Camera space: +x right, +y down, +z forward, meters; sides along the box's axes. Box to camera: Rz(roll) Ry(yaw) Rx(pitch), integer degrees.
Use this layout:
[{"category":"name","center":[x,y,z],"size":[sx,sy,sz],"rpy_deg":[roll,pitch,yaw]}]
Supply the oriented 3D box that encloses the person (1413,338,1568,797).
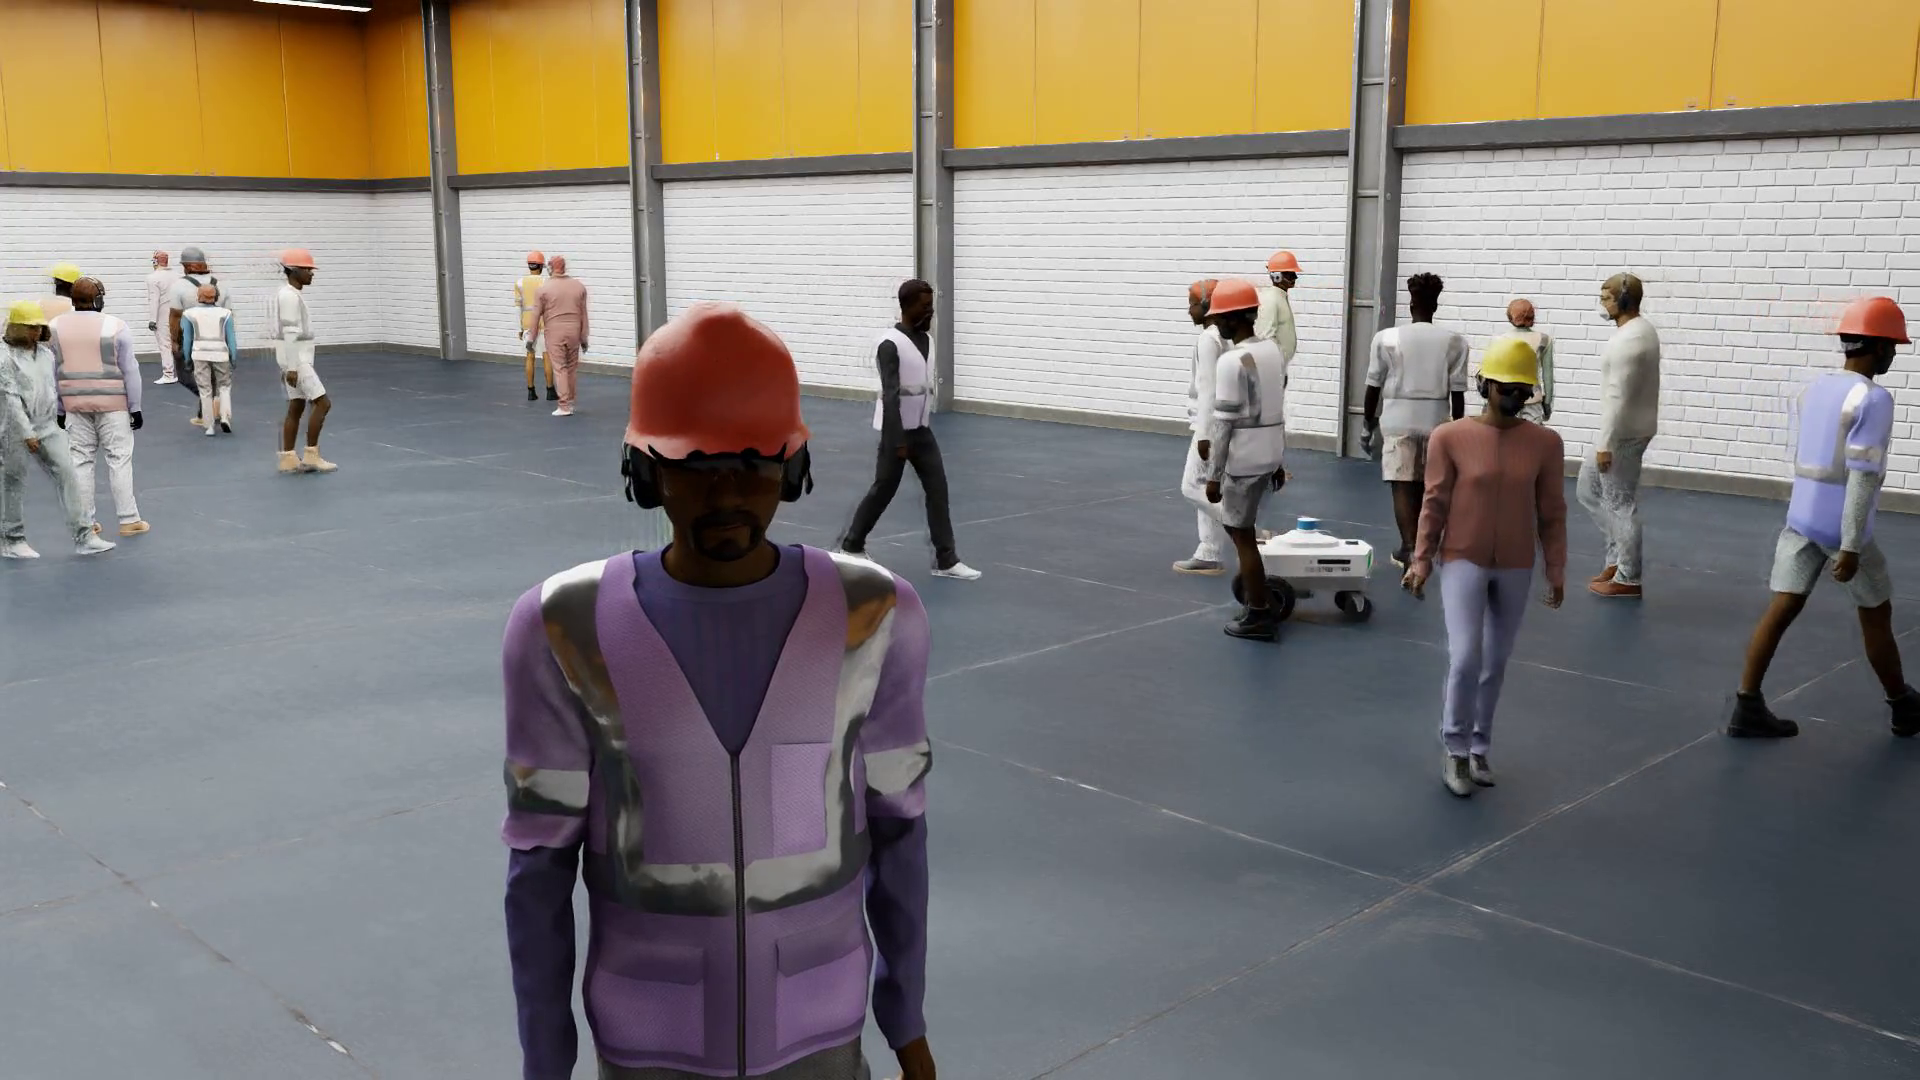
[{"category":"person","center":[2.028,0.111,6.314],"size":[0.559,1.743,0.558],"rpy_deg":[0,10,-2]}]

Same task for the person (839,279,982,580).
[{"category":"person","center":[-0.359,-0.690,10.402],"size":[0.962,1.879,0.628],"rpy_deg":[6,12,28]}]

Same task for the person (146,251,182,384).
[{"category":"person","center":[-11.453,-3.200,23.961],"size":[0.403,1.906,0.652],"rpy_deg":[3,11,17]}]

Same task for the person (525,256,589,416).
[{"category":"person","center":[-4.823,-2.428,19.870],"size":[0.684,1.869,0.864],"rpy_deg":[-8,13,-36]}]

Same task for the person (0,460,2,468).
[{"category":"person","center":[-9.043,-1.559,15.223],"size":[0.601,1.827,0.404],"rpy_deg":[6,12,30]}]

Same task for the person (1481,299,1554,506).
[{"category":"person","center":[4.428,-1.073,13.148],"size":[0.568,1.637,0.329],"rpy_deg":[1,10,5]}]

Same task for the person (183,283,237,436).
[{"category":"person","center":[-7.990,-1.914,17.730],"size":[0.531,1.626,0.382],"rpy_deg":[-4,11,-22]}]

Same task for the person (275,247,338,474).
[{"category":"person","center":[-5.831,-1.589,14.853],"size":[0.648,2.020,0.654],"rpy_deg":[-4,11,-20]}]

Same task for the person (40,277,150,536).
[{"category":"person","center":[-6.106,-0.935,11.789],"size":[0.629,1.843,0.429],"rpy_deg":[-1,10,-6]}]

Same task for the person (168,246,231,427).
[{"category":"person","center":[-8.368,-2.240,18.358],"size":[0.727,2.000,0.694],"rpy_deg":[6,12,30]}]

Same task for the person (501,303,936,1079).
[{"category":"person","center":[-0.327,0.688,2.390],"size":[0.615,2.040,0.379],"rpy_deg":[-3,11,-14]}]

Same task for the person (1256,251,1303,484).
[{"category":"person","center":[2.750,-1.497,14.427],"size":[0.393,1.995,0.612],"rpy_deg":[4,11,20]}]

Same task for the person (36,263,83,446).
[{"category":"person","center":[-8.084,-1.569,15.143],"size":[0.600,1.872,0.936],"rpy_deg":[0,10,2]}]

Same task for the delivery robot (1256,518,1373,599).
[{"category":"delivery robot","center":[1.931,0.119,9.294],"size":[0.707,0.478,0.477],"rpy_deg":[0,10,-1]}]

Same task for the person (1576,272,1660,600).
[{"category":"person","center":[3.841,-0.596,9.717],"size":[0.495,1.918,0.649],"rpy_deg":[5,12,27]}]

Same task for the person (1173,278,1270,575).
[{"category":"person","center":[1.647,-0.683,10.341],"size":[0.563,1.867,0.610],"rpy_deg":[5,11,24]}]

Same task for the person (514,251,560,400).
[{"category":"person","center":[-5.469,-2.766,21.546],"size":[0.547,1.925,0.391],"rpy_deg":[1,10,3]}]

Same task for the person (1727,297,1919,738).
[{"category":"person","center":[3.748,-0.076,7.017],"size":[1.002,1.871,0.547],"rpy_deg":[-2,11,-10]}]

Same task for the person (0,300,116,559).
[{"category":"person","center":[-5.991,-0.701,10.870],"size":[0.856,1.705,0.490],"rpy_deg":[4,11,19]}]

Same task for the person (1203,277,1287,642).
[{"category":"person","center":[1.483,-0.409,8.720],"size":[0.479,1.910,0.572],"rpy_deg":[8,13,37]}]

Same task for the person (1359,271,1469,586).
[{"category":"person","center":[2.830,-0.695,10.281],"size":[0.604,1.925,1.004],"rpy_deg":[0,10,-1]}]
